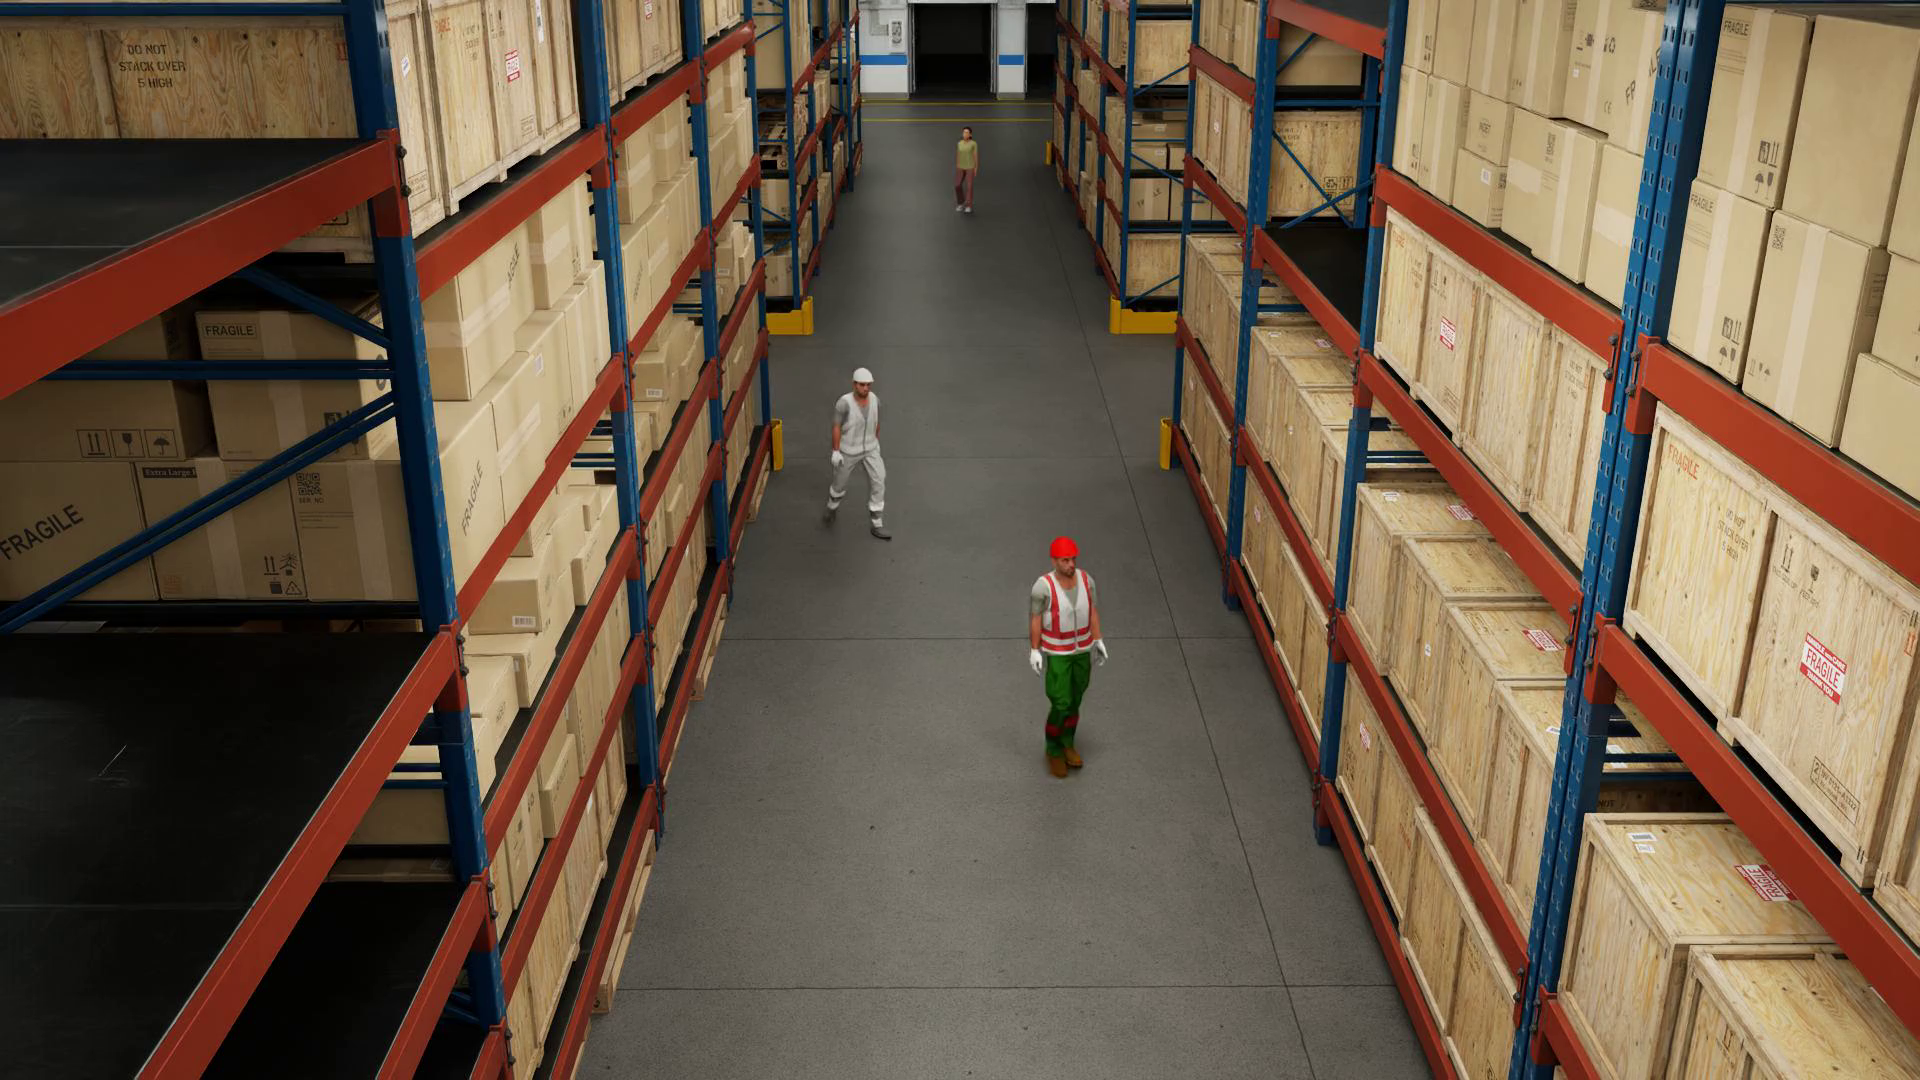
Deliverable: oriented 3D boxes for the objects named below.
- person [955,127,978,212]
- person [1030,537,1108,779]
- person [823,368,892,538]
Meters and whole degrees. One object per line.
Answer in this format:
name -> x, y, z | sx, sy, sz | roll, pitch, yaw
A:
person -> 0.128, -7.486, 33.601 | 0.443, 1.676, 0.454 | 6, 22, 14
person -> 0.824, 0.844, 12.327 | 0.556, 1.810, 0.447 | -11, 24, -26
person -> -1.068, -0.939, 16.931 | 0.596, 1.745, 0.966 | -11, 24, -25
